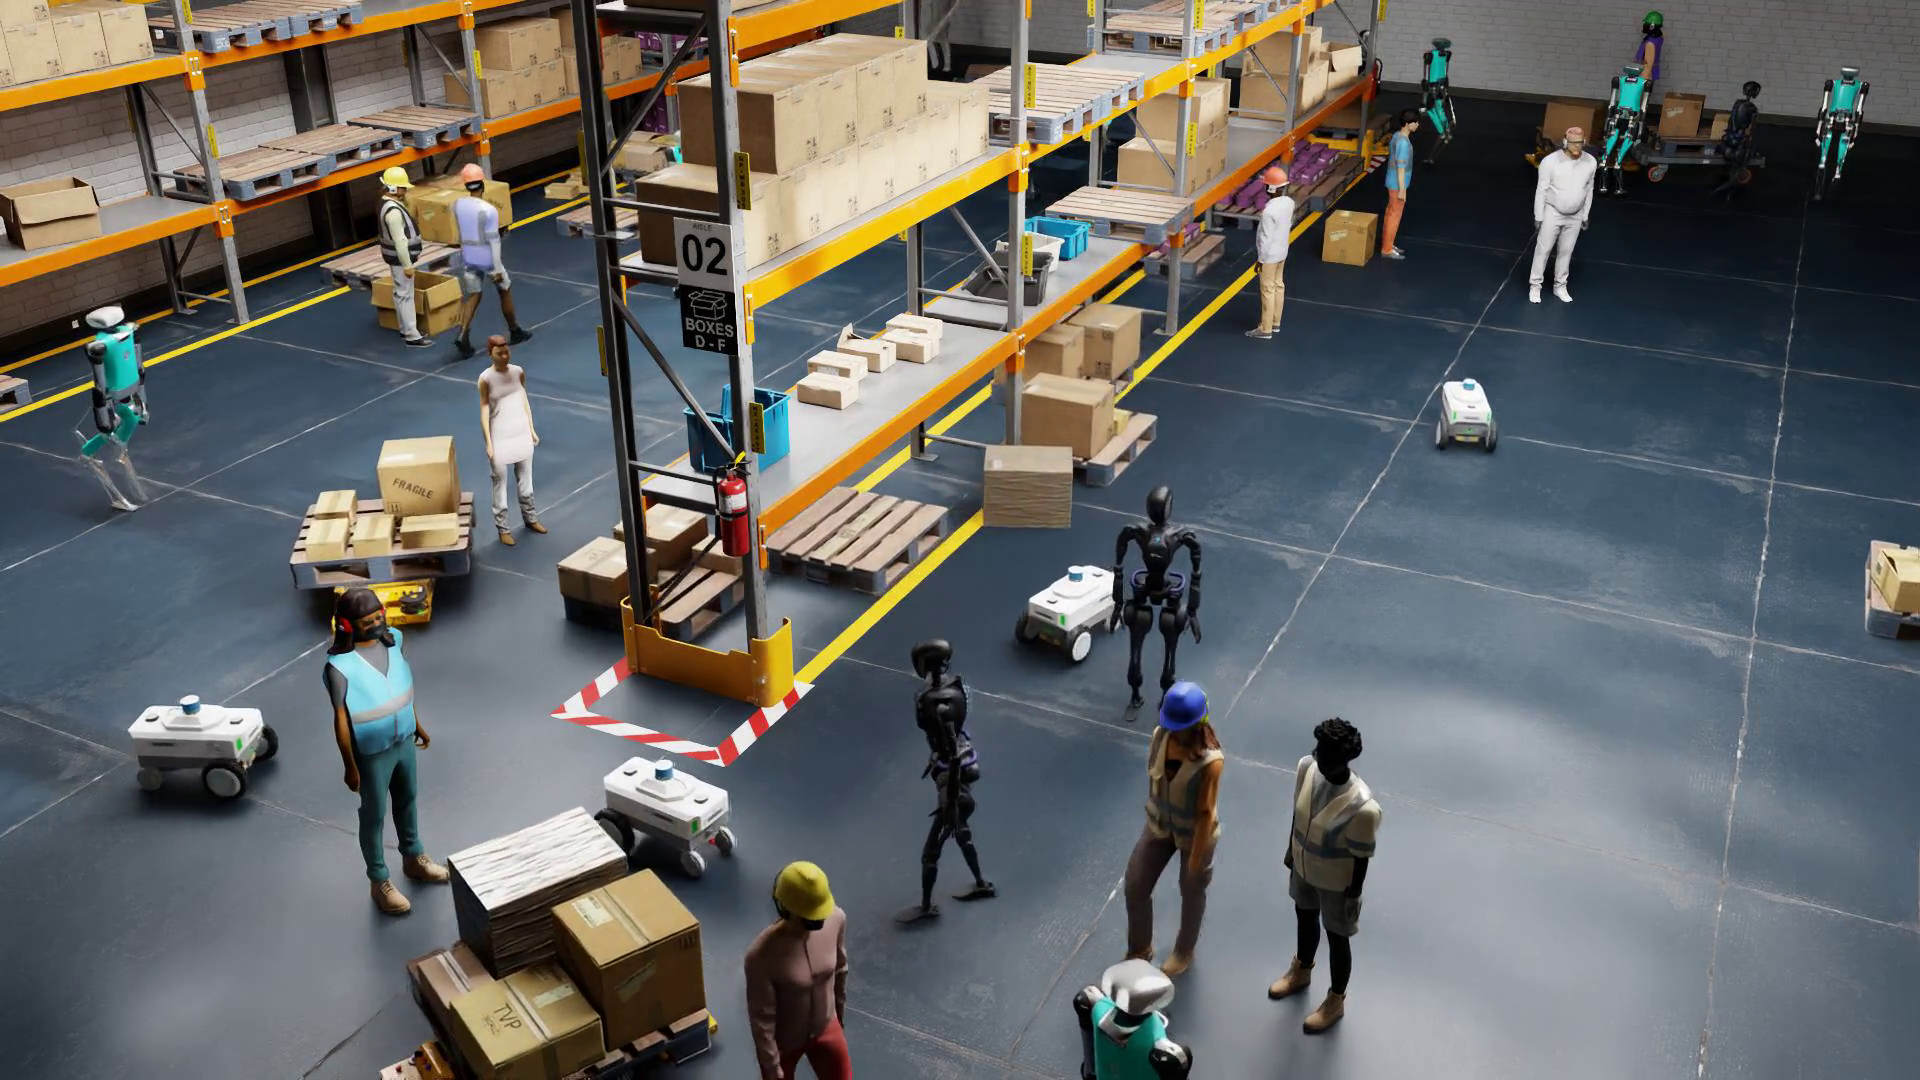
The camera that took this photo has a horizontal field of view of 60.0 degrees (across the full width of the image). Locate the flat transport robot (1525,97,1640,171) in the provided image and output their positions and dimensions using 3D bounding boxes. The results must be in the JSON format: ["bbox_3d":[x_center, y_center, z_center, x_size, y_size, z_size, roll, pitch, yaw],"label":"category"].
[{"bbox_3d":[8.900,-5.451,23.789,1.431,0.231,0.659,2,26,4],"label":"flat transport robot"}]

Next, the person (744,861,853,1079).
[{"bbox_3d":[-0.669,2.064,6.965,0.551,1.740,0.732,-21,33,-36],"label":"person"}]

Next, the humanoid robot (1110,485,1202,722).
[{"bbox_3d":[1.230,0.416,10.359,0.585,1.653,0.337,5,27,11],"label":"humanoid robot"}]

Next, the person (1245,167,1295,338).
[{"bbox_3d":[3.178,-2.945,17.051,0.325,1.752,0.562,17,31,31],"label":"person"}]

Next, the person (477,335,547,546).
[{"bbox_3d":[-3.461,-0.778,12.779,0.285,1.661,0.442,23,35,39],"label":"person"}]

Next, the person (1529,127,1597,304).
[{"bbox_3d":[6.536,-3.516,18.037,0.642,1.907,0.412,-3,26,-5],"label":"person"}]

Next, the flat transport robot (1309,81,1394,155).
[{"bbox_3d":[5.778,-5.944,24.785,1.431,0.231,0.659,12,29,22],"label":"flat transport robot"}]

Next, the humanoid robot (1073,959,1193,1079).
[{"bbox_3d":[0.838,2.351,6.498,0.763,1.903,0.560,-19,32,-34],"label":"humanoid robot"}]

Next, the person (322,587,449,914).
[{"bbox_3d":[-3.060,1.083,8.789,0.372,1.864,0.540,14,30,26],"label":"person"}]

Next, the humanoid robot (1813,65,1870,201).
[{"bbox_3d":[11.455,-5.216,21.729,0.530,1.795,0.920,10,28,20],"label":"humanoid robot"}]

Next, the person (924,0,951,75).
[{"bbox_3d":[-0.383,-9.245,29.716,0.570,1.809,0.537,18,31,31],"label":"person"}]

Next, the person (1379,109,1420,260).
[{"bbox_3d":[5.168,-4.183,19.550,0.334,1.759,0.501,3,26,6],"label":"person"}]

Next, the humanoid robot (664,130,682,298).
[{"bbox_3d":[-3.026,-3.547,18.350,0.561,1.812,0.889,4,27,7],"label":"humanoid robot"}]

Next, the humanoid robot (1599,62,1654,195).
[{"bbox_3d":[8.633,-5.353,21.786,0.533,1.677,0.735,19,32,33],"label":"humanoid robot"}]

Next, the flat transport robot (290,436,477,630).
[{"bbox_3d":[-4.215,0.231,12.312,0.659,0.231,1.431,-5,27,-10],"label":"flat transport robot"}]

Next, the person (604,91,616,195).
[{"bbox_3d":[-4.596,-5.056,21.213,0.389,1.847,0.562,5,27,9],"label":"person"}]

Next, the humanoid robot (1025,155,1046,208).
[{"bbox_3d":[0.903,-5.176,21.682,0.760,1.622,0.600,-23,35,-39],"label":"humanoid robot"}]

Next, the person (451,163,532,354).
[{"bbox_3d":[-4.783,-2.795,16.586,0.542,1.898,0.884,10,28,20],"label":"person"}]

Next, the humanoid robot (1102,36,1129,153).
[{"bbox_3d":[2.164,-6.527,24.433,0.743,1.890,0.541,-5,27,-11],"label":"humanoid robot"}]

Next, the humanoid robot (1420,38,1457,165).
[{"bbox_3d":[6.859,-6.171,23.589,0.550,1.791,0.667,-20,33,-34],"label":"humanoid robot"}]

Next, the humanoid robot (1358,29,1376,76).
[{"bbox_3d":[6.062,-6.872,25.094,0.524,1.640,0.590,-20,32,-34],"label":"humanoid robot"}]

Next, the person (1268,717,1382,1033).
[{"bbox_3d":[1.752,1.581,7.982,0.319,1.691,0.531,-15,30,-27],"label":"person"}]

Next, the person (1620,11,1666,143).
[{"bbox_3d":[10.227,-6.899,24.839,0.410,1.933,0.533,10,28,19],"label":"person"}]

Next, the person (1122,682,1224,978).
[{"bbox_3d":[1.039,1.463,8.142,0.463,1.746,0.596,19,32,34],"label":"person"}]

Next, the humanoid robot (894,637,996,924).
[{"bbox_3d":[-0.087,1.241,8.703,0.627,1.640,0.612,-5,27,-10],"label":"humanoid robot"}]

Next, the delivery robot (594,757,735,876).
[{"bbox_3d":[-1.673,1.518,9.405,0.799,0.608,0.499,15,30,28],"label":"delivery robot"}]

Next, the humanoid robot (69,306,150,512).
[{"bbox_3d":[-6.765,-0.993,13.159,0.776,1.798,0.546,7,27,13],"label":"humanoid robot"}]

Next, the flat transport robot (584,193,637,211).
[{"bbox_3d":[-4.062,-4.223,21.309,1.431,0.231,0.659,11,29,22],"label":"flat transport robot"}]

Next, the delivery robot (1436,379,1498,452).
[{"bbox_3d":[4.480,-1.135,14.739,0.499,0.586,0.765,4,27,7],"label":"delivery robot"}]

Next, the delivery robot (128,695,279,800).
[{"bbox_3d":[-4.543,1.221,10.003,0.786,0.608,0.499,1,26,3],"label":"delivery robot"}]

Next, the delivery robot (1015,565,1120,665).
[{"bbox_3d":[0.783,0.472,11.499,0.499,0.592,0.783,21,33,36],"label":"delivery robot"}]

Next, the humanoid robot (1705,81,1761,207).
[{"bbox_3d":[10.004,-5.127,21.564,0.569,1.640,0.598,-3,27,-6],"label":"humanoid robot"}]

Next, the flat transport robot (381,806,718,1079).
[{"bbox_3d":[-1.946,2.404,7.923,1.431,0.231,0.659,-18,32,-32],"label":"flat transport robot"}]

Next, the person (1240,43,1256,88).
[{"bbox_3d":[4.308,-6.436,23.989,0.558,1.868,0.391,0,26,0],"label":"person"}]

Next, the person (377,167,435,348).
[{"bbox_3d":[-5.622,-2.852,16.791,0.404,1.821,0.590,-11,29,-22],"label":"person"}]
